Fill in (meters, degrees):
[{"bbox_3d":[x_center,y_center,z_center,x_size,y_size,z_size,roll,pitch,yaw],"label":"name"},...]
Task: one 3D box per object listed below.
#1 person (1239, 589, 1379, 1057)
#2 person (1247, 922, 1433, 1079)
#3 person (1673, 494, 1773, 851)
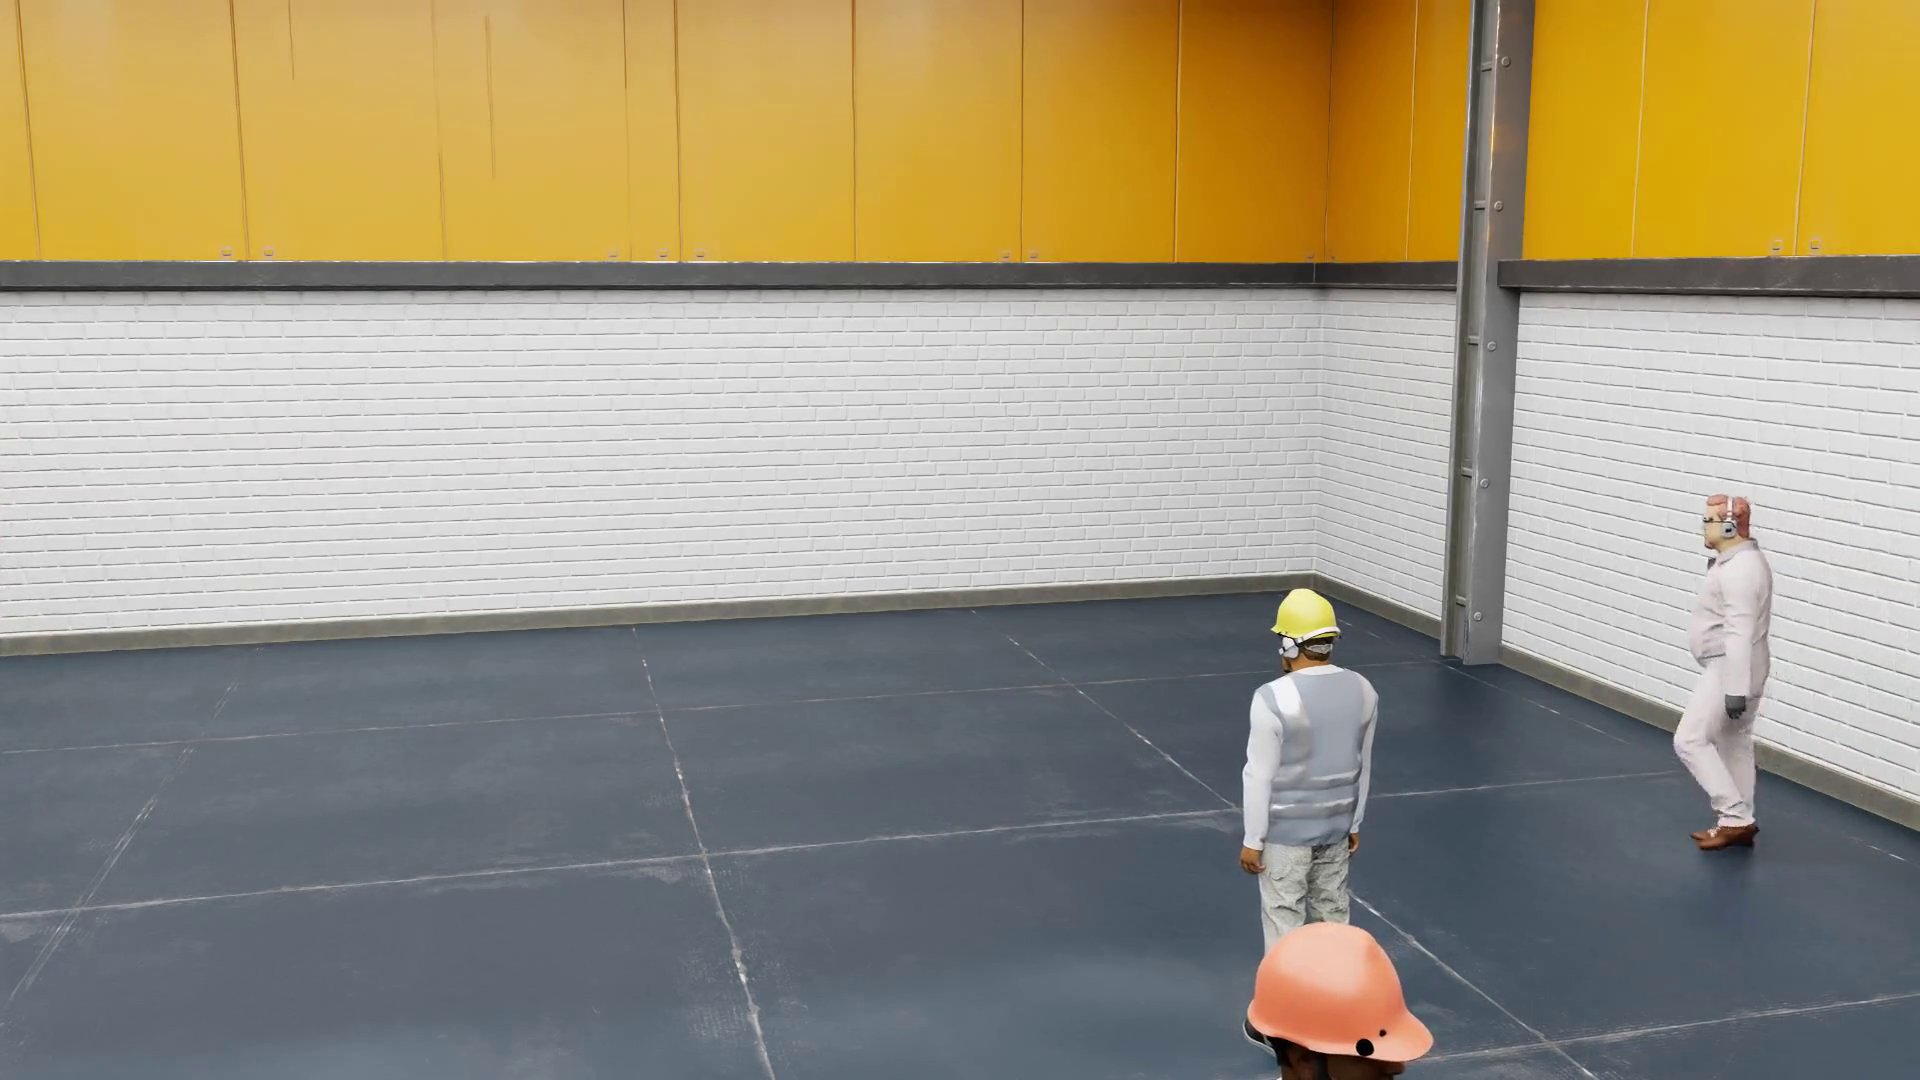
[{"bbox_3d":[1.335,1.096,6.475,0.586,1.824,0.404,-5,11,-30],"label":"person"},{"bbox_3d":[0.611,1.601,2.950,0.375,1.939,0.546,5,10,26],"label":"person"},{"bbox_3d":[4.013,0.704,8.708,0.447,1.893,0.656,6,11,32],"label":"person"}]
